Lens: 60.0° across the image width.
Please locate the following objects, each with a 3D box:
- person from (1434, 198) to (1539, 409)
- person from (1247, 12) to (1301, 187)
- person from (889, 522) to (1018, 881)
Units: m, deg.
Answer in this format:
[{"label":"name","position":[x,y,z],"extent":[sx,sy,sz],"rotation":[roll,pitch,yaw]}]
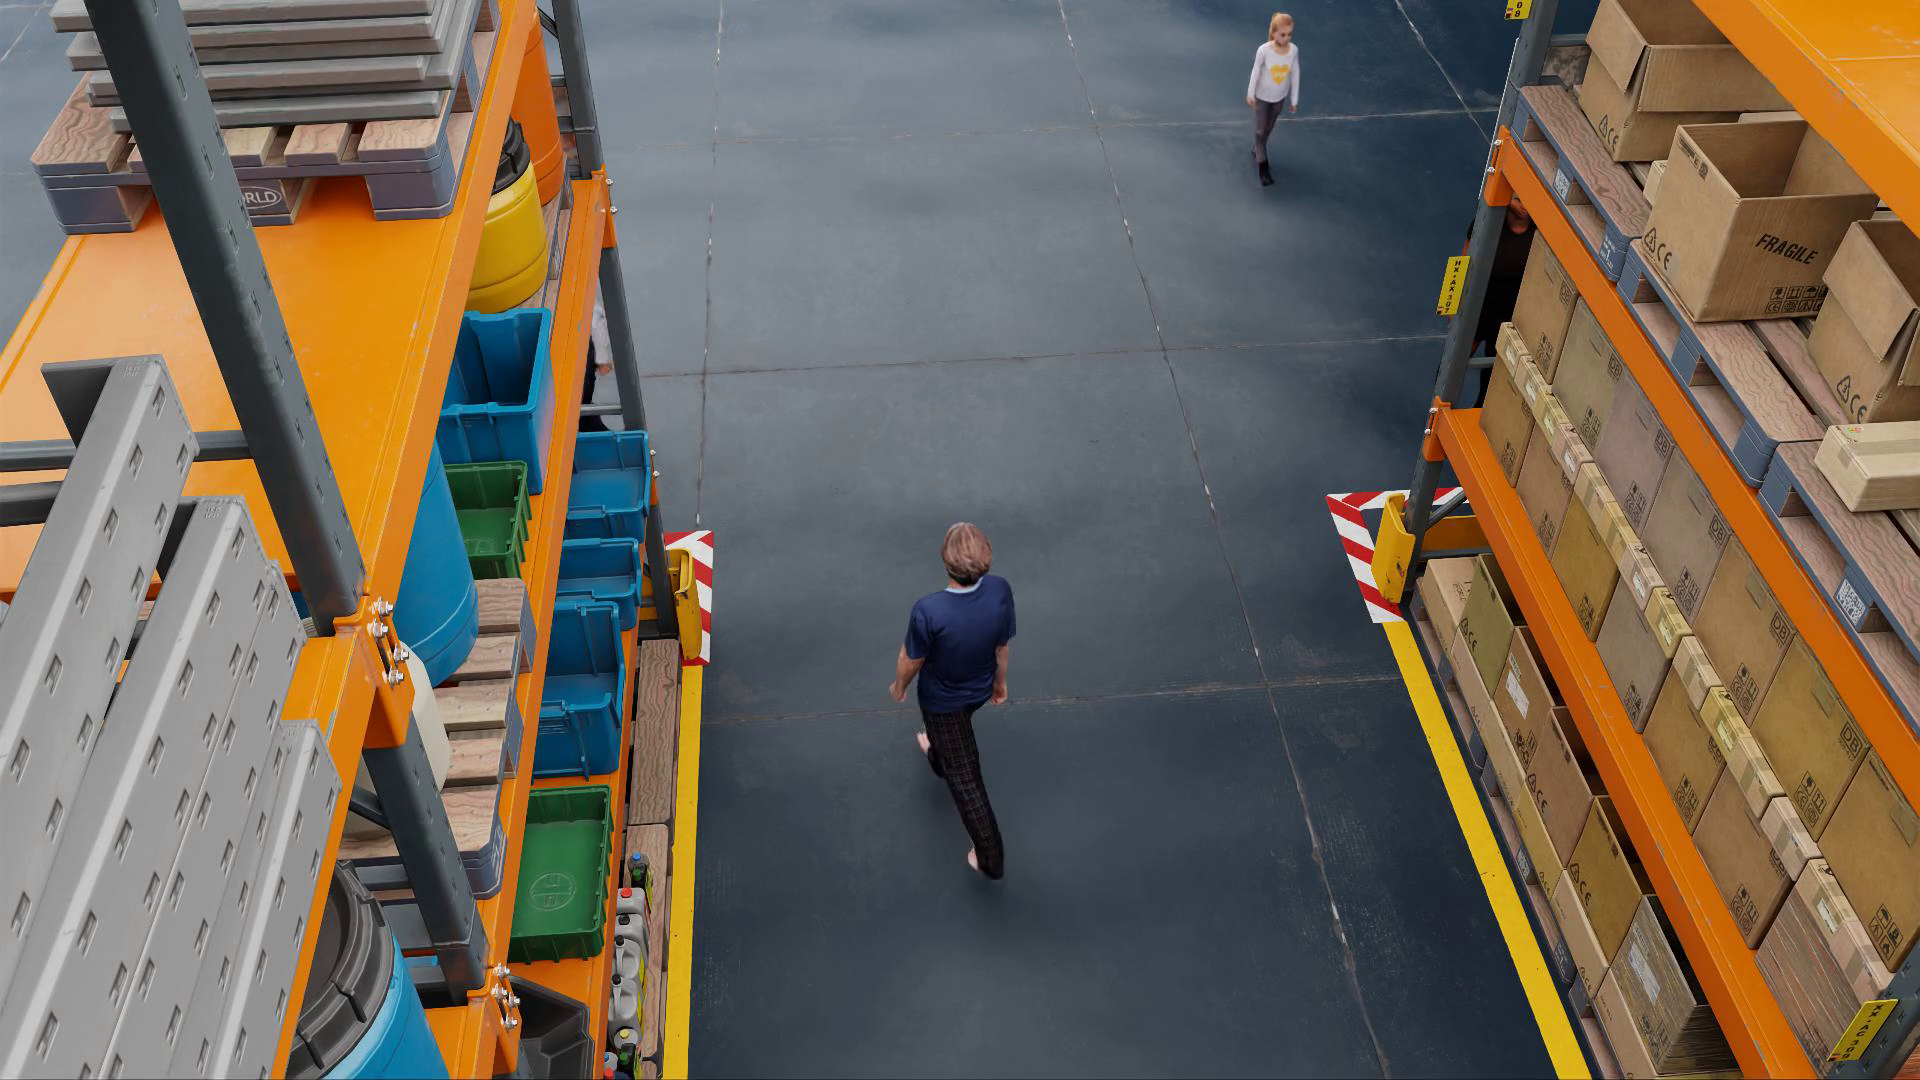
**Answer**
[{"label":"person","position":[3.079,-1.339,9.620],"extent":[0.666,1.855,0.637],"rotation":[2,42,2]},{"label":"person","position":[2.259,-3.285,12.215],"extent":[0.569,1.246,0.900],"rotation":[-8,43,-9]},{"label":"person","position":[0.031,0.744,7.351],"extent":[1.035,1.822,1.295],"rotation":[-22,47,-23]}]
